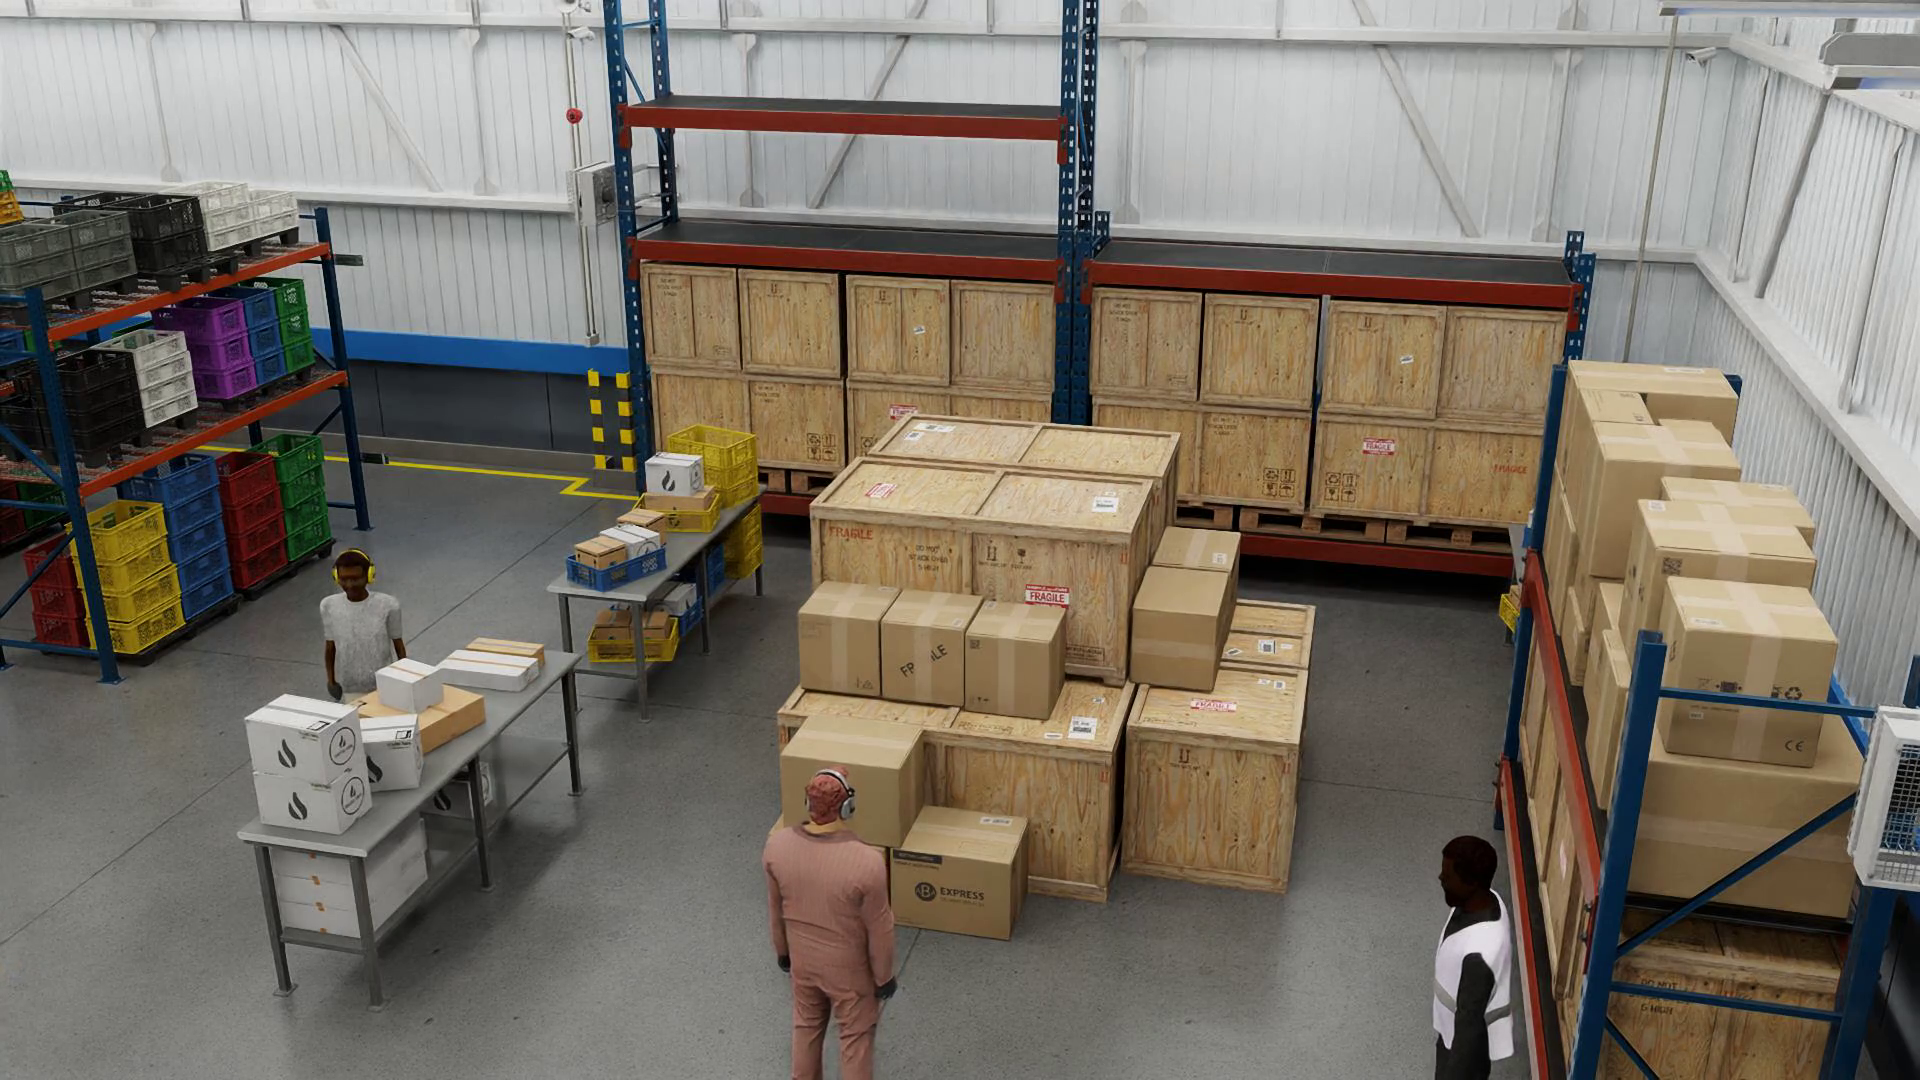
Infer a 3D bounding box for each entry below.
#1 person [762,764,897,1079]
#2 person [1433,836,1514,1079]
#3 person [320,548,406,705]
[{"bbox_3d":[-0.580,1.920,7.730,0.648,1.900,0.400,11,24,26],"label":"person"},{"bbox_3d":[2.171,2.134,7.155,0.398,1.907,0.599,6,22,15],"label":"person"},{"bbox_3d":[-3.681,0.931,10.343,0.513,1.876,0.328,-3,21,-7],"label":"person"}]
